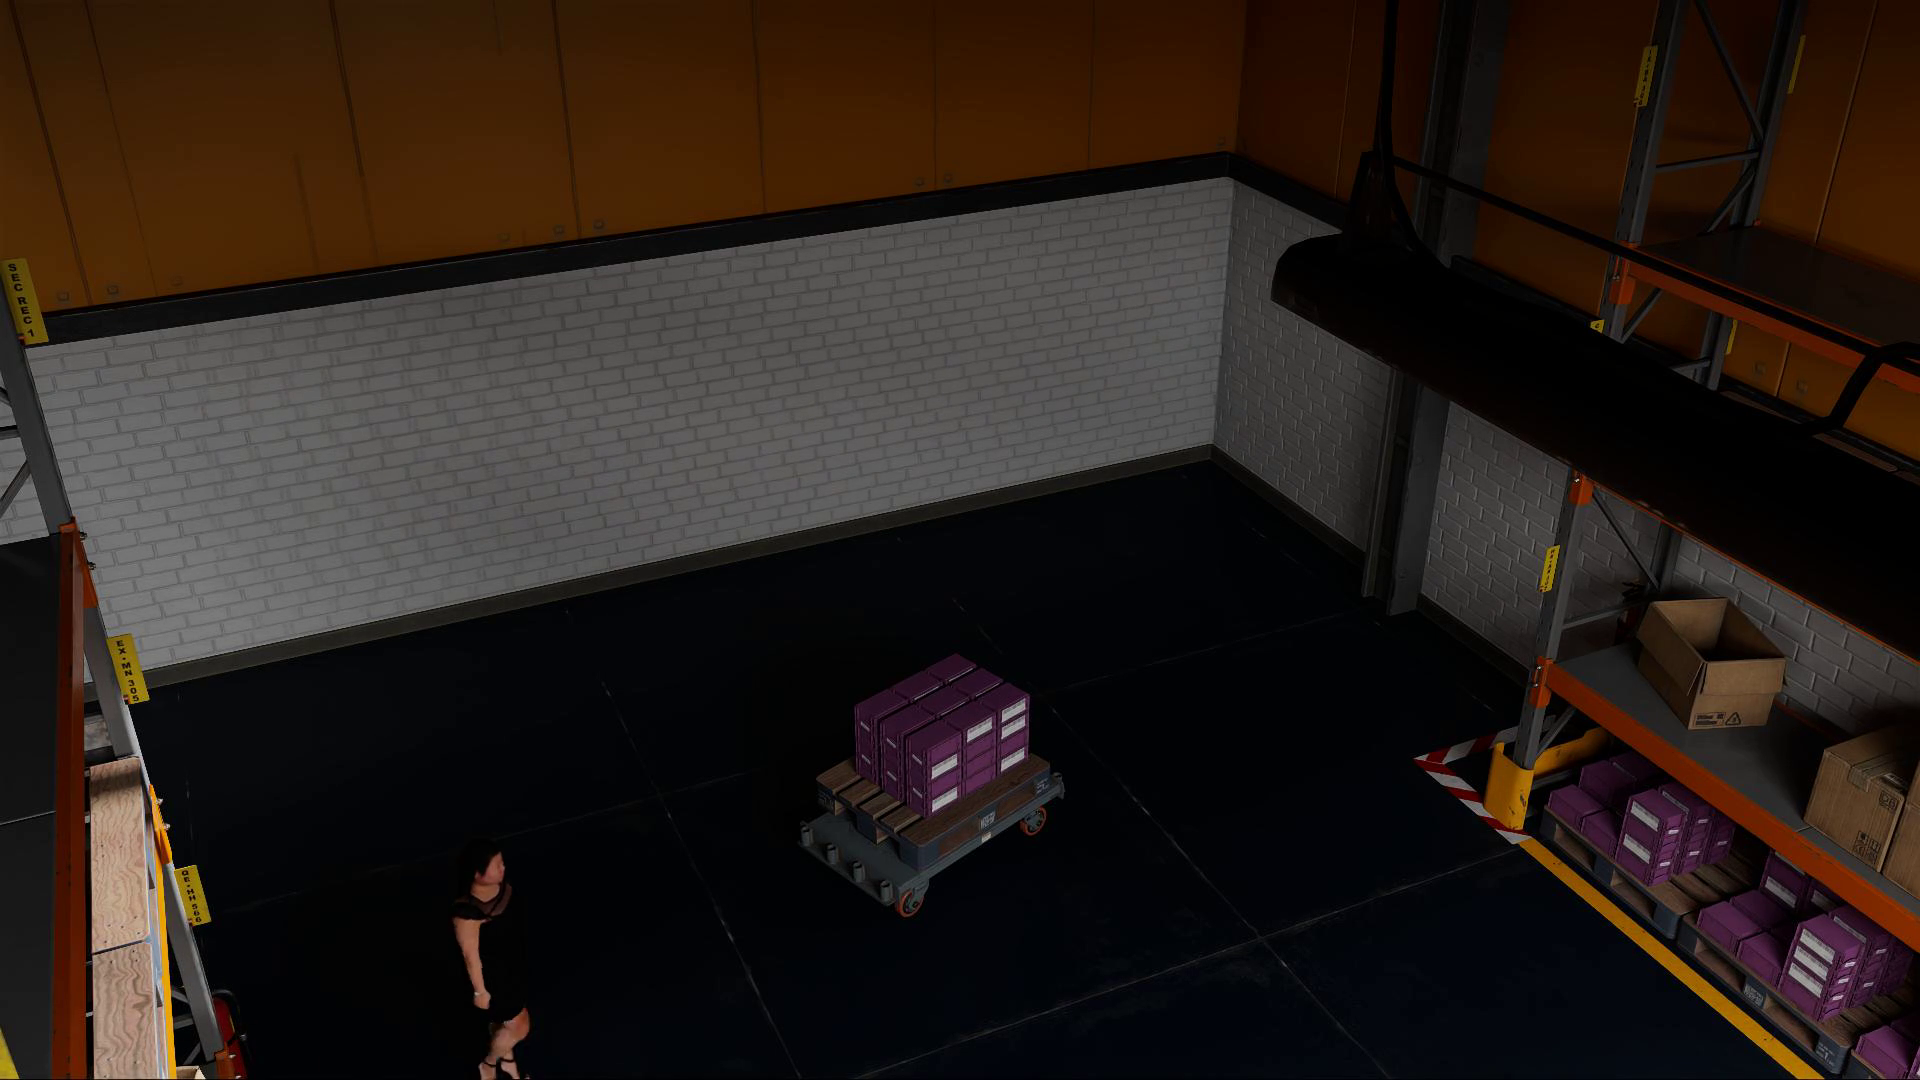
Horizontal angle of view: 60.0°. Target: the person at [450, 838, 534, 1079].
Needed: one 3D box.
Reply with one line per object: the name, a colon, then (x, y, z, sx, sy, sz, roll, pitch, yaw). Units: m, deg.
person: (-2.578, 2.309, 8.920, 0.844, 1.705, 0.744, 1, 29, 2)
